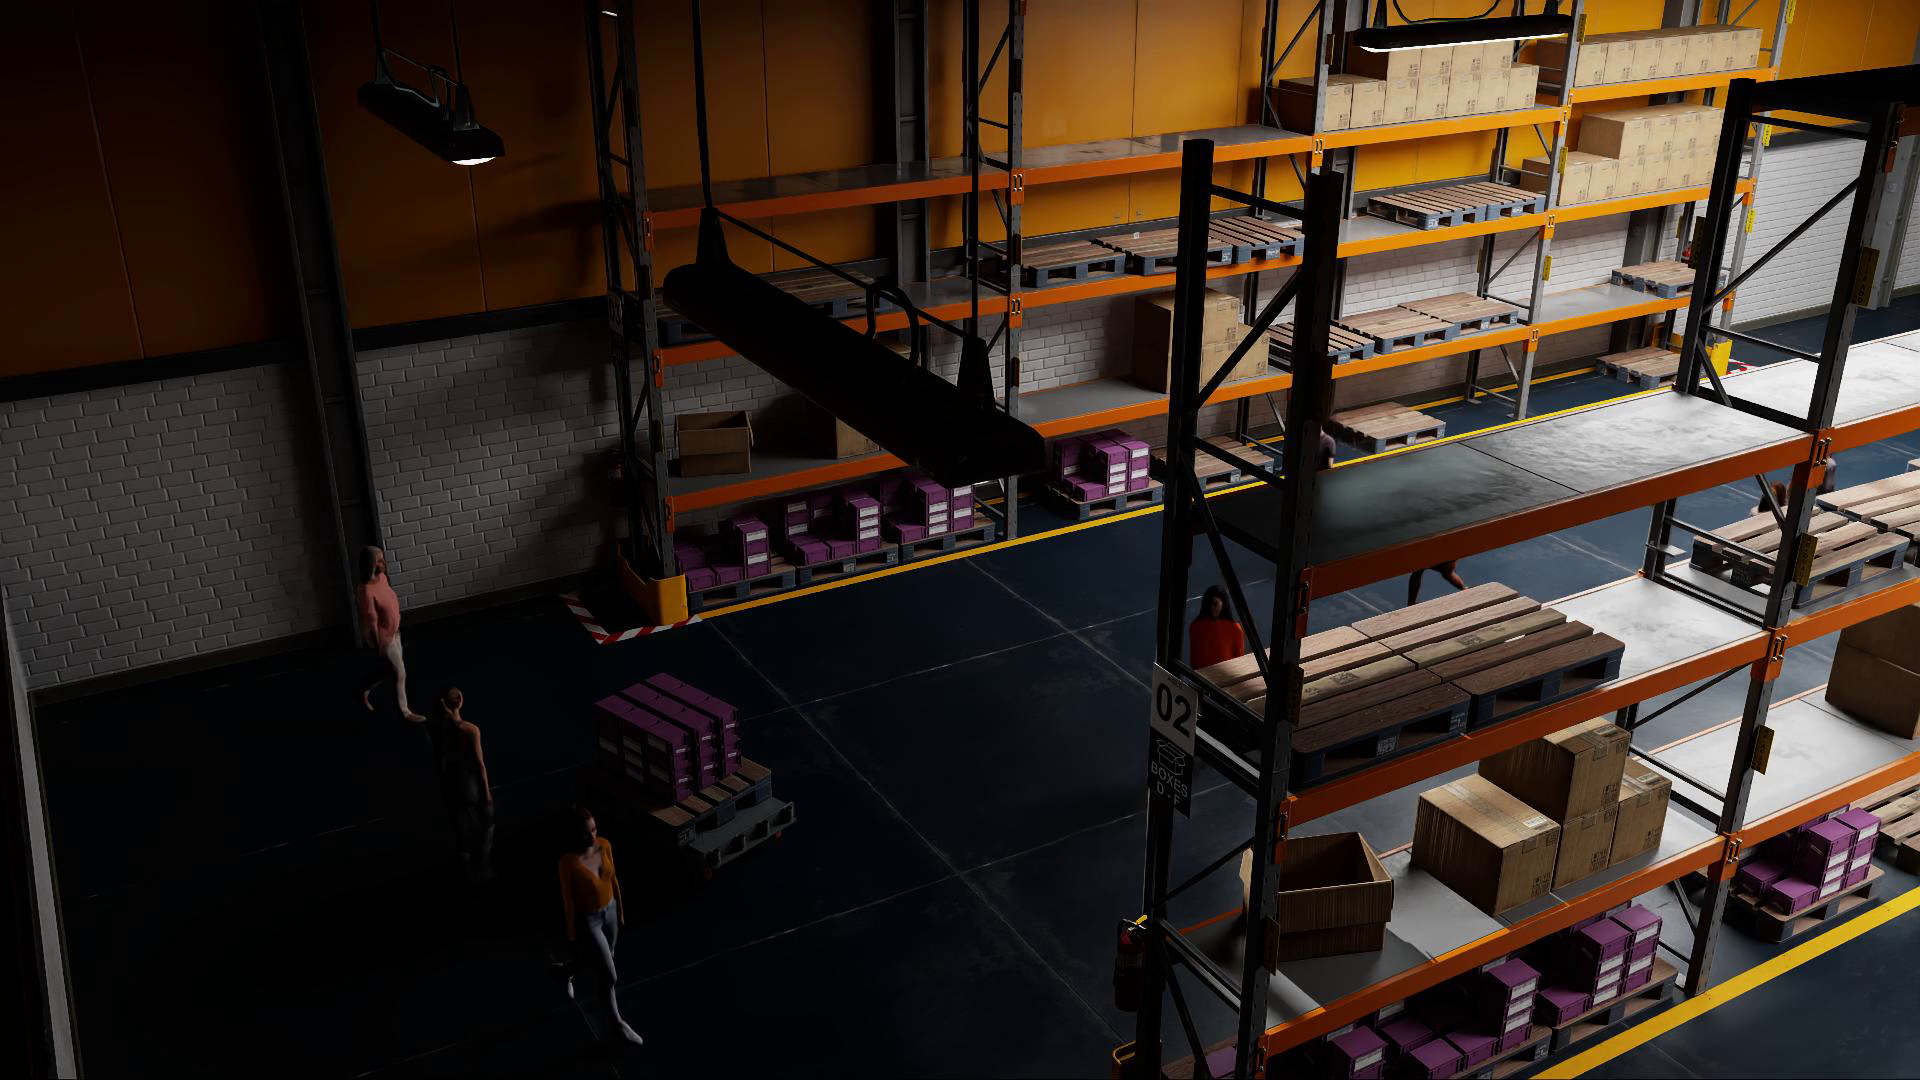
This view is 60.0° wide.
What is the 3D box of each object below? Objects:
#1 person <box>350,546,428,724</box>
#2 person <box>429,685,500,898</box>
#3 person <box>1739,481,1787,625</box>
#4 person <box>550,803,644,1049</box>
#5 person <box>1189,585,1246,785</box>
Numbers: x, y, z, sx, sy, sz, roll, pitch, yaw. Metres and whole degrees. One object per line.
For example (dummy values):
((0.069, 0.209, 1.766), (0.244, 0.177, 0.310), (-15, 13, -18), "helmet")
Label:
((-5.099, 0.833, 14.501), (0.993, 1.710, 0.838), (-1, 24, -2), "person")
((-3.661, 1.871, 12.145), (0.696, 1.695, 0.769), (4, 24, 8), "person")
((7.753, 0.217, 15.963), (0.854, 1.667, 0.692), (-18, 29, -35), "person")
((-2.416, 2.455, 10.766), (0.958, 1.729, 1.083), (16, 28, 32), "person")
((2.140, 1.152, 13.779), (1.068, 1.703, 1.189), (9, 25, 19), "person")
